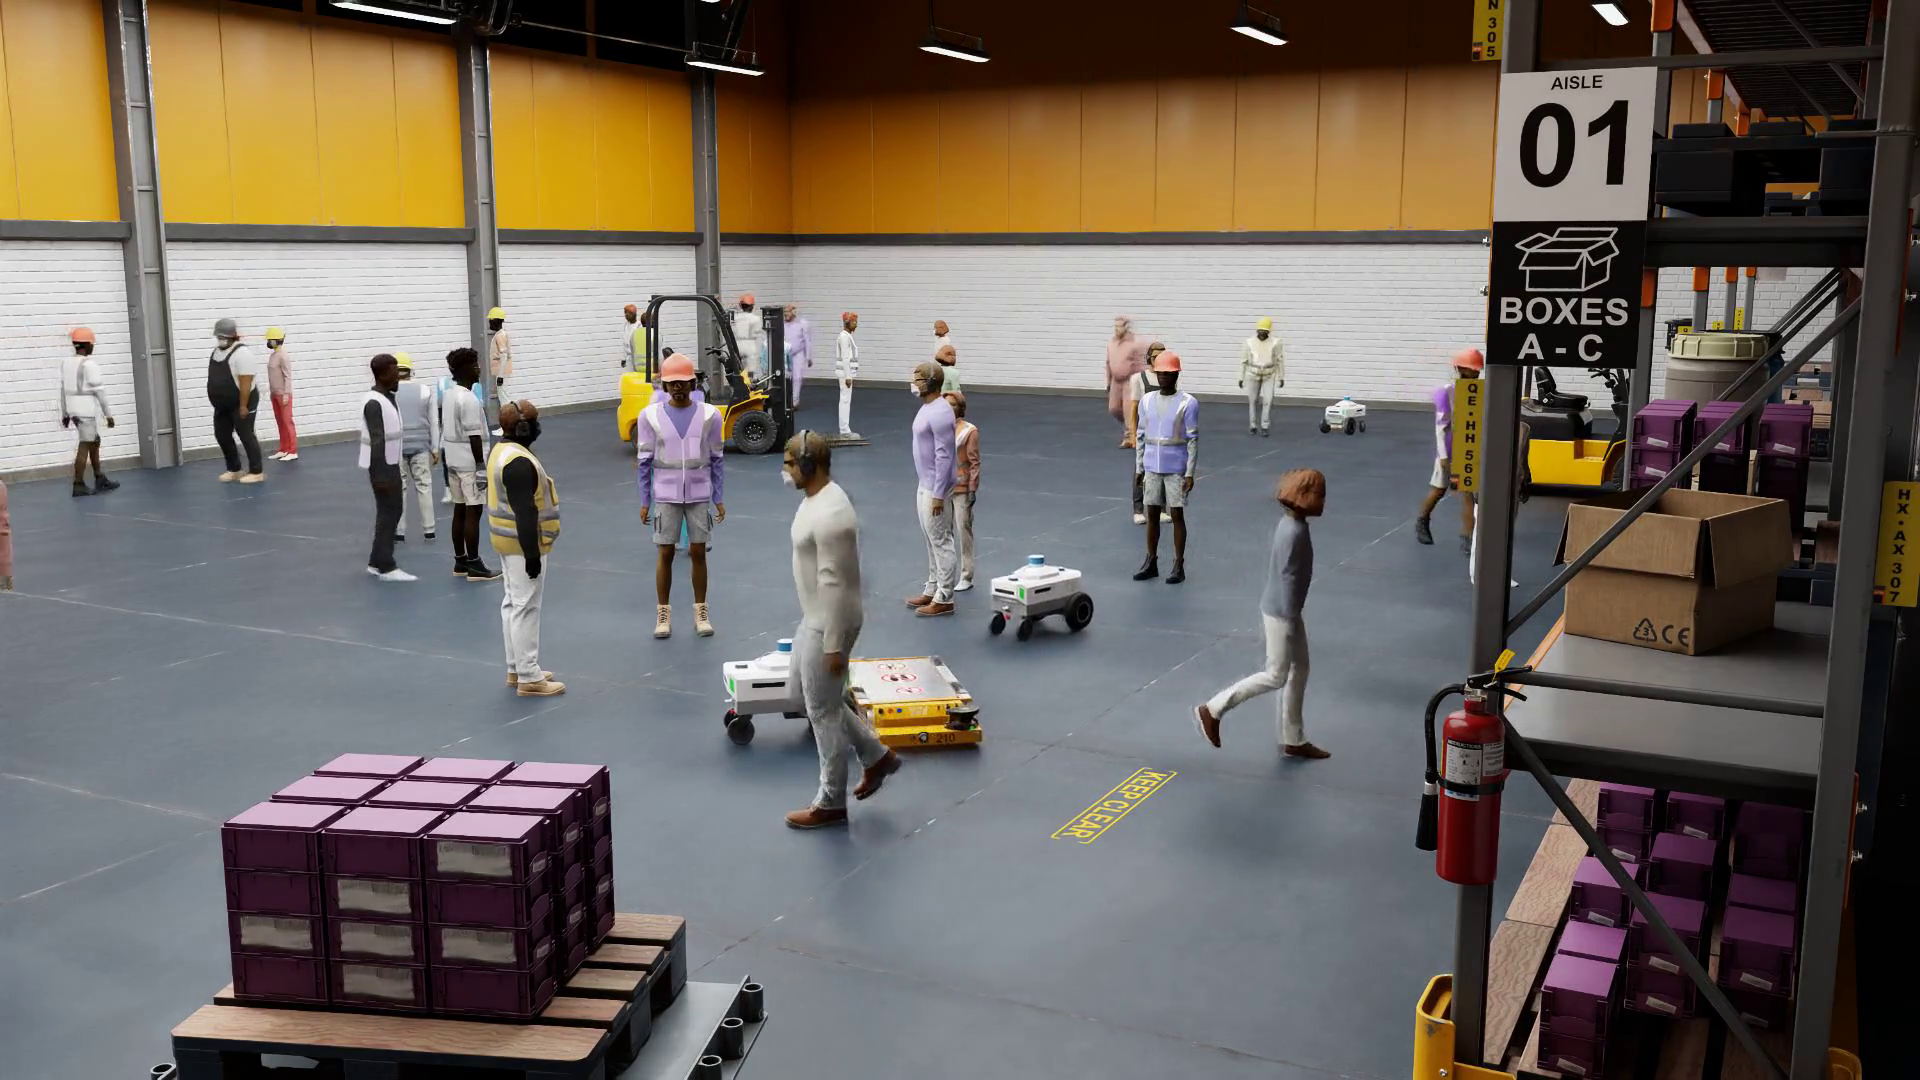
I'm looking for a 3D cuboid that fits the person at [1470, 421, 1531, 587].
[{"bbox_3d":[4.433,-0.418,13.651,0.516,1.640,0.314,-3,10,-14],"label":"person"}]

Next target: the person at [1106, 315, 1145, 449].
[{"bbox_3d":[2.338,-2.227,23.421,0.690,1.885,0.513,10,14,44],"label":"person"}]

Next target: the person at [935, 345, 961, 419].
[{"bbox_3d":[-0.172,-1.559,20.276,0.291,1.632,0.503,-10,14,-44],"label":"person"}]

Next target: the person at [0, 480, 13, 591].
[{"bbox_3d":[-6.004,0.184,9.912,0.661,1.733,0.315,-7,12,-35],"label":"person"}]

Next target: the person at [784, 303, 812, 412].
[{"bbox_3d":[-2.958,-3.143,28.768,0.661,1.866,0.906,3,10,19],"label":"person"}]

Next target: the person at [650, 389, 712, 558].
[{"bbox_3d":[-2.498,-0.748,15.103,0.930,1.794,0.579,8,13,39],"label":"person"}]

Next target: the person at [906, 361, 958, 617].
[{"bbox_3d":[-0.202,-0.387,12.610,0.375,1.940,0.627,-2,10,-10],"label":"person"}]

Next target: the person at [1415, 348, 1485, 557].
[{"bbox_3d":[4.559,-0.831,15.333,0.548,1.900,0.972,-3,10,-15],"label":"person"}]

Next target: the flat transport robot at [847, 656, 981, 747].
[{"bbox_3d":[-0.338,0.926,9.832,0.652,0.197,1.431,-2,10,-11],"label":"flat transport robot"}]

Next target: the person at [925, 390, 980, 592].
[{"bbox_3d":[-0.060,-0.407,13.579,0.523,1.642,0.306,8,13,39],"label":"person"}]

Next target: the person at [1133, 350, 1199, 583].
[{"bbox_3d":[1.710,-0.609,13.883,0.552,1.942,0.341,6,12,31],"label":"person"}]

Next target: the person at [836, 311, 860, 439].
[{"bbox_3d":[-1.659,-2.424,24.553,0.354,1.887,0.572,-1,10,-4],"label":"person"}]

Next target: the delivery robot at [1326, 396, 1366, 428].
[{"bbox_3d":[5.888,-1.947,25.371,0.477,0.478,0.707,9,13,42],"label":"delivery robot"}]

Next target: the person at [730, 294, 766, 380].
[{"bbox_3d":[-3.730,-3.351,29.553,0.628,2.019,0.723,5,11,25],"label":"person"}]

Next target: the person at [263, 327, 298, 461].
[{"bbox_3d":[-9.025,-1.931,22.051,0.312,1.768,0.530,-9,14,-44],"label":"person"}]

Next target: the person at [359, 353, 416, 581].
[{"bbox_3d":[-4.827,-0.606,13.964,0.395,1.923,0.605,-1,10,-7],"label":"person"}]

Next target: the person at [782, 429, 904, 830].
[{"bbox_3d":[-0.590,0.424,7.979,0.516,1.918,0.691,-2,10,-9],"label":"person"}]

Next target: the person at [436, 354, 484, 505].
[{"bbox_3d":[-5.460,-1.203,18.061,0.557,1.672,0.656,1,10,4],"label":"person"}]

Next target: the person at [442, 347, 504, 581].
[{"bbox_3d":[-4.130,-0.639,13.991,0.367,1.966,0.607,-8,12,-37],"label":"person"}]

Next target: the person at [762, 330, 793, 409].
[{"bbox_3d":[-2.935,-2.653,26.736,0.506,1.596,0.878,-2,10,-9],"label":"person"}]

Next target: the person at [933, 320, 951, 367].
[{"bbox_3d":[-0.309,-2.841,27.701,0.280,1.631,0.504,-5,11,-27],"label":"person"}]

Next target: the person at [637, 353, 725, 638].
[{"bbox_3d":[-1.979,-0.310,11.864,0.614,2.040,0.390,-2,10,-14],"label":"person"}]

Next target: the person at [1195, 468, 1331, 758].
[{"bbox_3d":[1.677,0.399,9.028,0.654,1.607,0.515,3,10,15],"label":"person"}]

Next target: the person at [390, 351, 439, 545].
[{"bbox_3d":[-5.235,-0.871,15.730,0.600,1.827,0.403,-5,11,-25],"label":"person"}]

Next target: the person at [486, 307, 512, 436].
[{"bbox_3d":[-6.933,-2.535,25.071,0.357,1.929,0.594,-3,10,-16],"label":"person"}]

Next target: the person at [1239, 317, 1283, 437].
[{"bbox_3d":[4.516,-2.444,24.946,0.644,1.787,0.805,2,10,10],"label":"person"}]

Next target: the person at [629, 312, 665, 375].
[{"bbox_3d":[-4.800,-2.613,25.774,0.629,1.845,0.429,5,11,29],"label":"person"}]

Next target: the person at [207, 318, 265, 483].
[{"bbox_3d":[-8.603,-1.674,19.765,0.701,2.000,0.622,6,11,31],"label":"person"}]

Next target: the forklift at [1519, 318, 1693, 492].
[{"bbox_3d":[7.066,-1.601,18.899,2.313,2.155,1.214,5,11,27],"label":"forklift"}]

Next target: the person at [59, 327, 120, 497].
[{"bbox_3d":[-9.874,-1.467,18.947,0.576,1.905,0.796,5,11,28],"label":"person"}]

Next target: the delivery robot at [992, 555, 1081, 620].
[{"bbox_3d":[0.556,0.353,12.059,0.477,0.478,0.707,9,14,43],"label":"delivery robot"}]

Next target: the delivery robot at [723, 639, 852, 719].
[{"bbox_3d":[-0.983,0.805,9.442,0.707,0.478,0.477,-2,10,-12],"label":"delivery robot"}]

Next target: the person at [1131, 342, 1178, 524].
[{"bbox_3d":[1.978,-1.084,16.916,0.504,1.847,0.344,-3,10,-17],"label":"person"}]

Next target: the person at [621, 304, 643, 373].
[{"bbox_3d":[-5.545,-3.105,28.553,0.530,1.869,0.774,-9,13,-43],"label":"person"}]

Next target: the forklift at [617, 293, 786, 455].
[{"bbox_3d":[-3.588,-2.317,23.042,2.313,2.155,1.214,-1,10,-5],"label":"forklift"}]

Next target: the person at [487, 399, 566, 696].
[{"bbox_3d":[-2.707,0.046,10.378,0.429,1.846,0.631,-4,11,-24],"label":"person"}]
